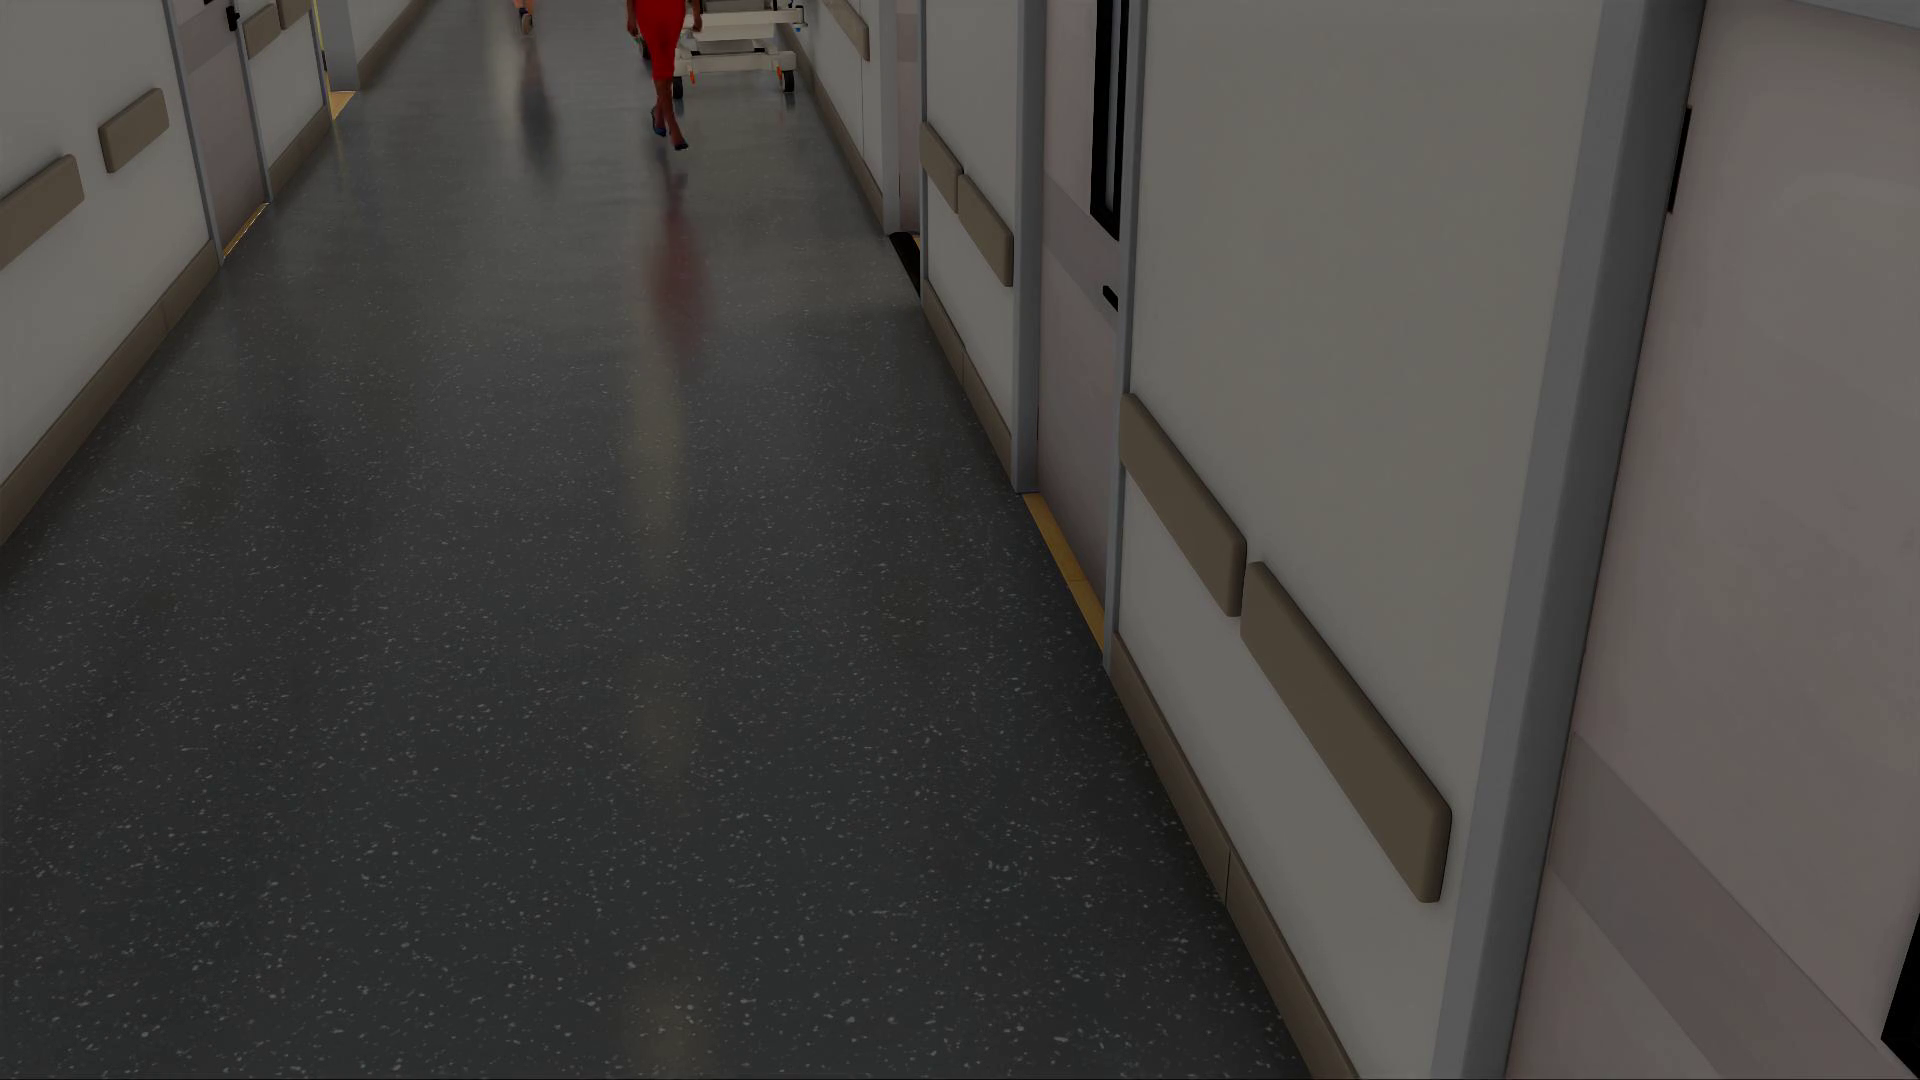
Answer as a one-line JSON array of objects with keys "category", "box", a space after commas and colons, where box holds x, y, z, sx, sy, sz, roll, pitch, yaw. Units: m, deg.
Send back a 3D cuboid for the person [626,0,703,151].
[{"category": "person", "box": [-1.948, -3.399, 10.756, 1.084, 1.693, 0.841, -11, 28, -22]}]
